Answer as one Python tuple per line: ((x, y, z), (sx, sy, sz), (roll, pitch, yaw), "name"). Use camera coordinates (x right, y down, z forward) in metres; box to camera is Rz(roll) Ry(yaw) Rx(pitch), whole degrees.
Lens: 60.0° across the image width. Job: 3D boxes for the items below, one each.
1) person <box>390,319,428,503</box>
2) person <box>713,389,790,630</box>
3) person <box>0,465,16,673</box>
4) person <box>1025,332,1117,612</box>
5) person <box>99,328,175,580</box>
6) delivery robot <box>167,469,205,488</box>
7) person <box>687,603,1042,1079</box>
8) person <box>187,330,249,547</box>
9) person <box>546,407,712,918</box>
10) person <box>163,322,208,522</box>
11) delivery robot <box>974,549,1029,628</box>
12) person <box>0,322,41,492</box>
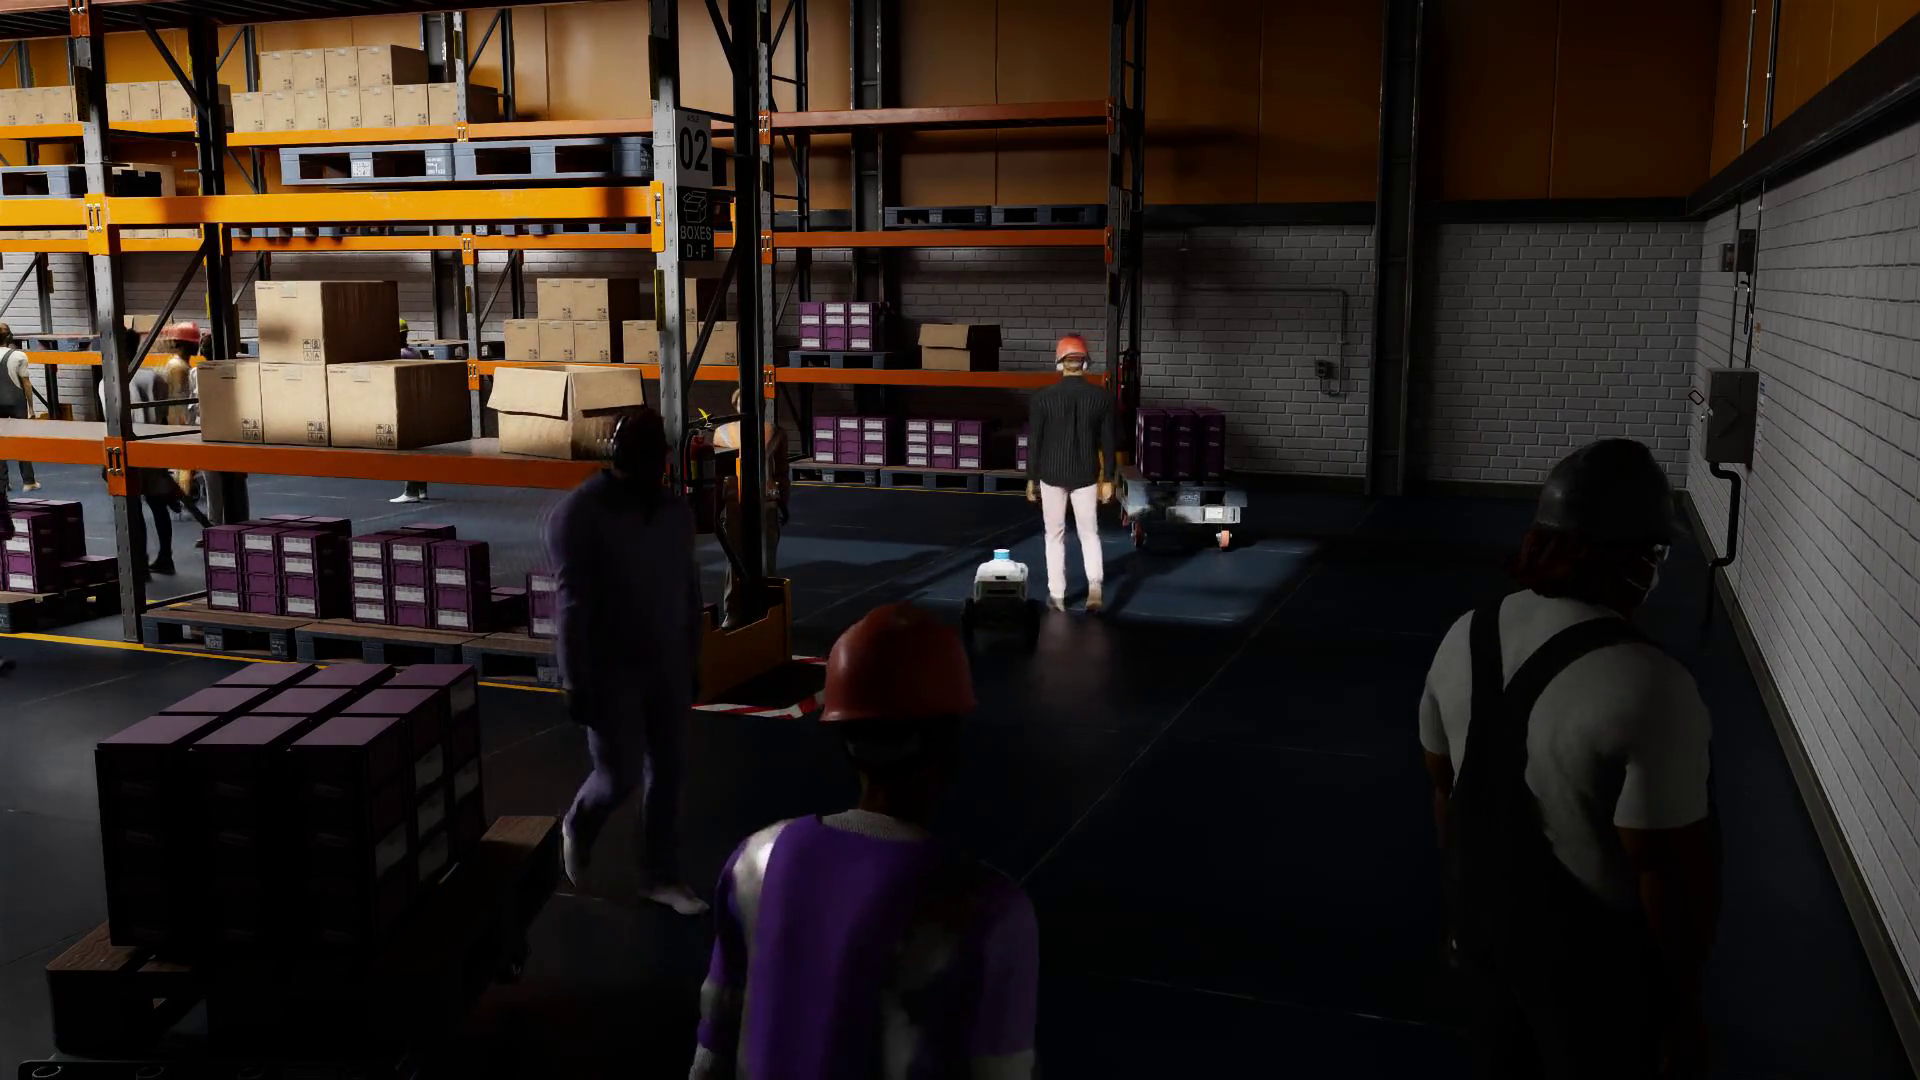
((-5.756, -1.336, 17.235), (0.382, 1.917, 0.585), (1, 9, 6), "person")
((-1.388, -0.214, 11.065), (0.520, 1.636, 0.312), (-1, 9, -4), "person")
((-5.801, -0.152, 9.796), (0.780, 1.913, 0.571), (3, 9, 17), "person")
((0.768, -0.446, 11.479), (0.637, 1.972, 0.708), (-1, 9, -4), "person")
((-6.402, -0.672, 12.916), (0.367, 1.962, 0.612), (3, 10, 20), "person")
((-8.102, -0.713, 17.289), (0.477, 0.478, 0.707), (0, 9, 0), "delivery robot")
((-0.178, 1.054, 2.446), (0.597, 1.868, 1.073), (7, 11, 36), "person")
((-6.411, -0.868, 14.396), (0.583, 1.884, 0.350), (2, 9, 11), "person")
((-1.214, 0.449, 6.106), (0.541, 1.887, 0.650), (8, 12, 41), "person")
((-7.389, -1.118, 15.879), (0.458, 1.921, 0.547), (-3, 9, -17), "person")
((0.276, 0.303, 10.909), (0.477, 0.478, 0.707), (1, 9, 3), "delivery robot")
((-10.349, -1.437, 18.092), (0.504, 1.847, 0.344), (-2, 9, -13), "person")
